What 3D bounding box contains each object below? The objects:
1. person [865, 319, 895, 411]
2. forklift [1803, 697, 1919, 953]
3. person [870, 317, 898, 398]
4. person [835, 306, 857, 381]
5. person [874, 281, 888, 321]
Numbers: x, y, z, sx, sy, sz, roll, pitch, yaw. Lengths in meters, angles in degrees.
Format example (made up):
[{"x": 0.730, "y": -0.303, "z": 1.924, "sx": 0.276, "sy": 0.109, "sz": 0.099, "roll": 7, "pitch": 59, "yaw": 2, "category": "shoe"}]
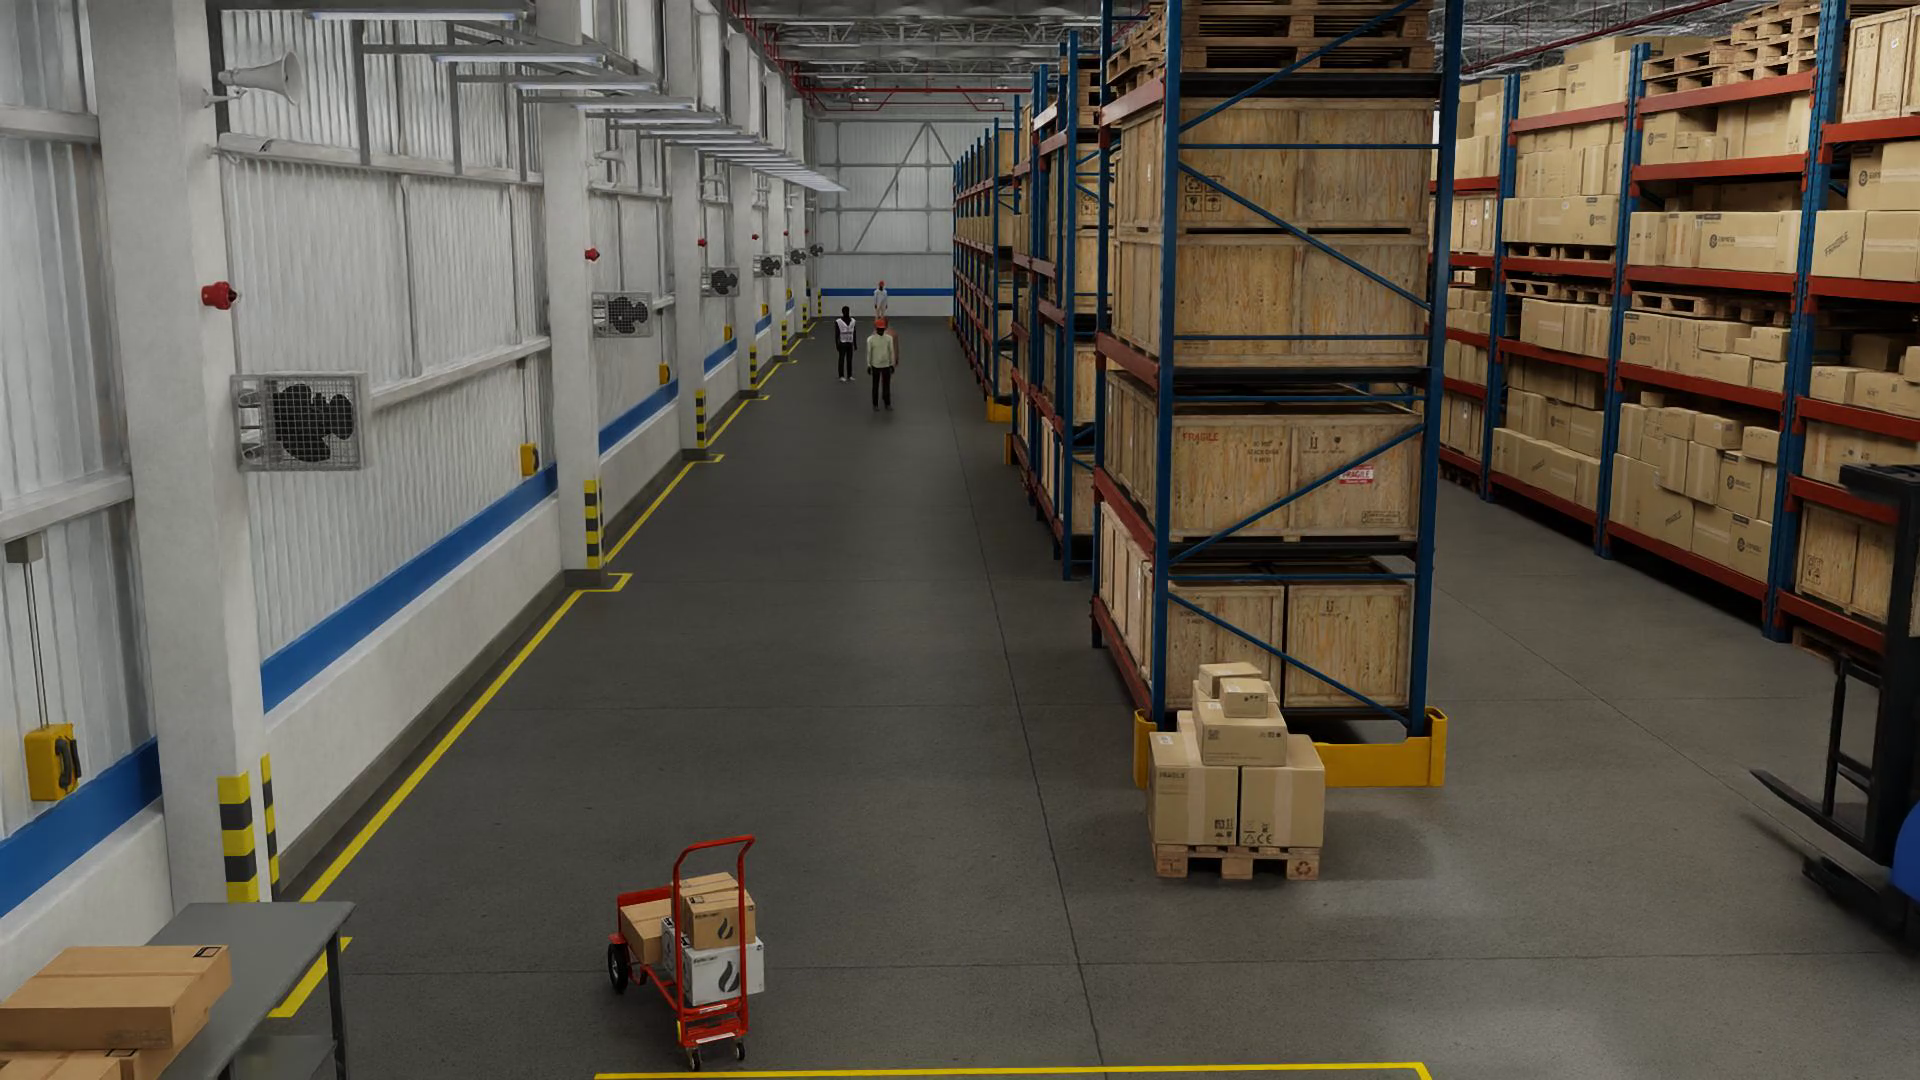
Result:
[{"x": -1.715, "y": -3.758, "z": 35.745, "sx": 0.633, "sy": 1.983, "sz": 0.421, "roll": -5, "pitch": 12, "yaw": -23, "category": "person"}, {"x": 5.825, "y": 0.898, "z": 9.175, "sx": 1.129, "sy": 2.768, "sz": 1.873, "roll": 0, "pitch": 11, "yaw": -2, "category": "forklift"}, {"x": -1.756, "y": -4.212, "z": 38.420, "sx": 0.656, "sy": 1.867, "sz": 0.965, "roll": -3, "pitch": 11, "yaw": -17, "category": "person"}, {"x": -2.918, "y": -5.014, "z": 42.473, "sx": 0.586, "sy": 1.913, "sz": 0.398, "roll": -7, "pitch": 13, "yaw": -33, "category": "person"}, {"x": -3.051, "y": -9.135, "z": 64.348, "sx": 0.563, "sy": 1.742, "sz": 0.360, "roll": -6, "pitch": 12, "yaw": -29, "category": "person"}]
